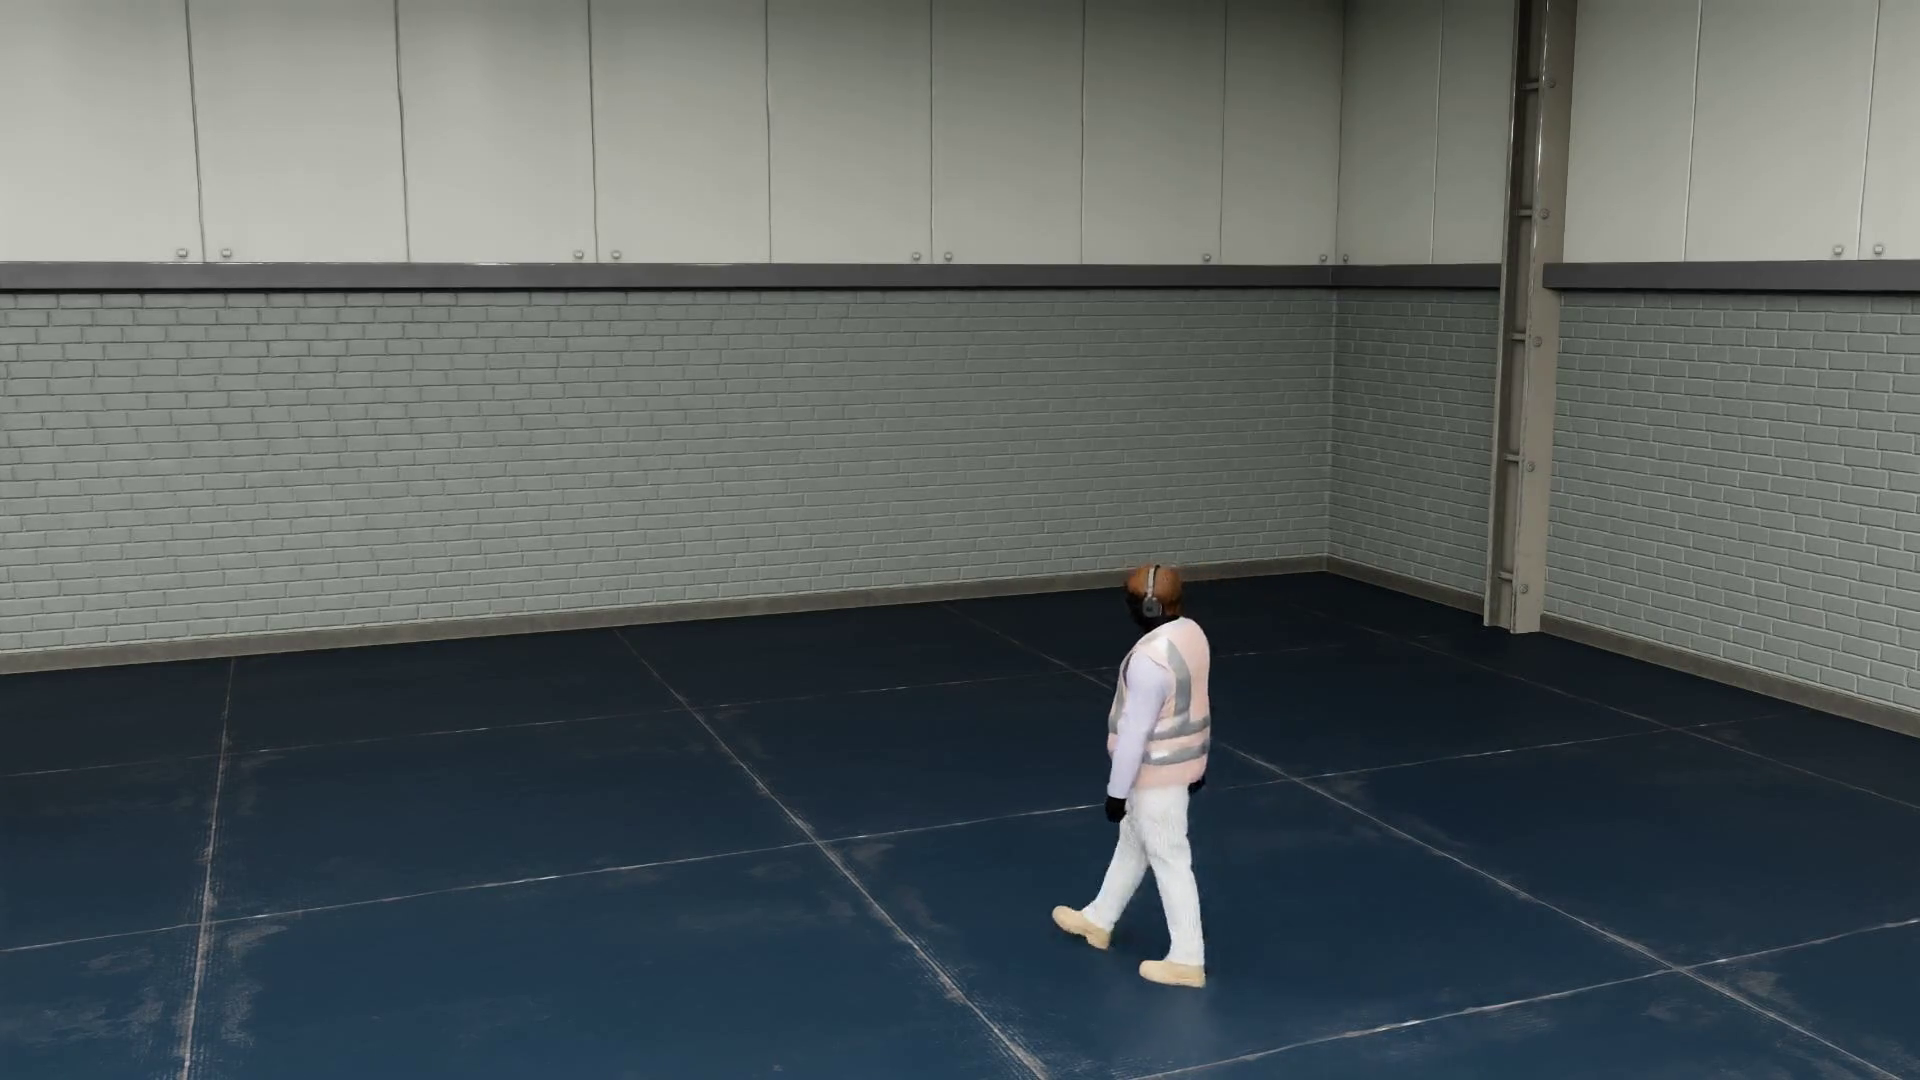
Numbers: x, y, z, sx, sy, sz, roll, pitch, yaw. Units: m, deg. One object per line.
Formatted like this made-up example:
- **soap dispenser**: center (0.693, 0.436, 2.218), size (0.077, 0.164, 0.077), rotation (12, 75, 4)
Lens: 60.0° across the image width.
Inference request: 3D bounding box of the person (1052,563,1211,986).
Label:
- **person**: center (0.731, 0.993, 7.211), size (0.839, 1.807, 0.656), rotation (4, 10, 25)
